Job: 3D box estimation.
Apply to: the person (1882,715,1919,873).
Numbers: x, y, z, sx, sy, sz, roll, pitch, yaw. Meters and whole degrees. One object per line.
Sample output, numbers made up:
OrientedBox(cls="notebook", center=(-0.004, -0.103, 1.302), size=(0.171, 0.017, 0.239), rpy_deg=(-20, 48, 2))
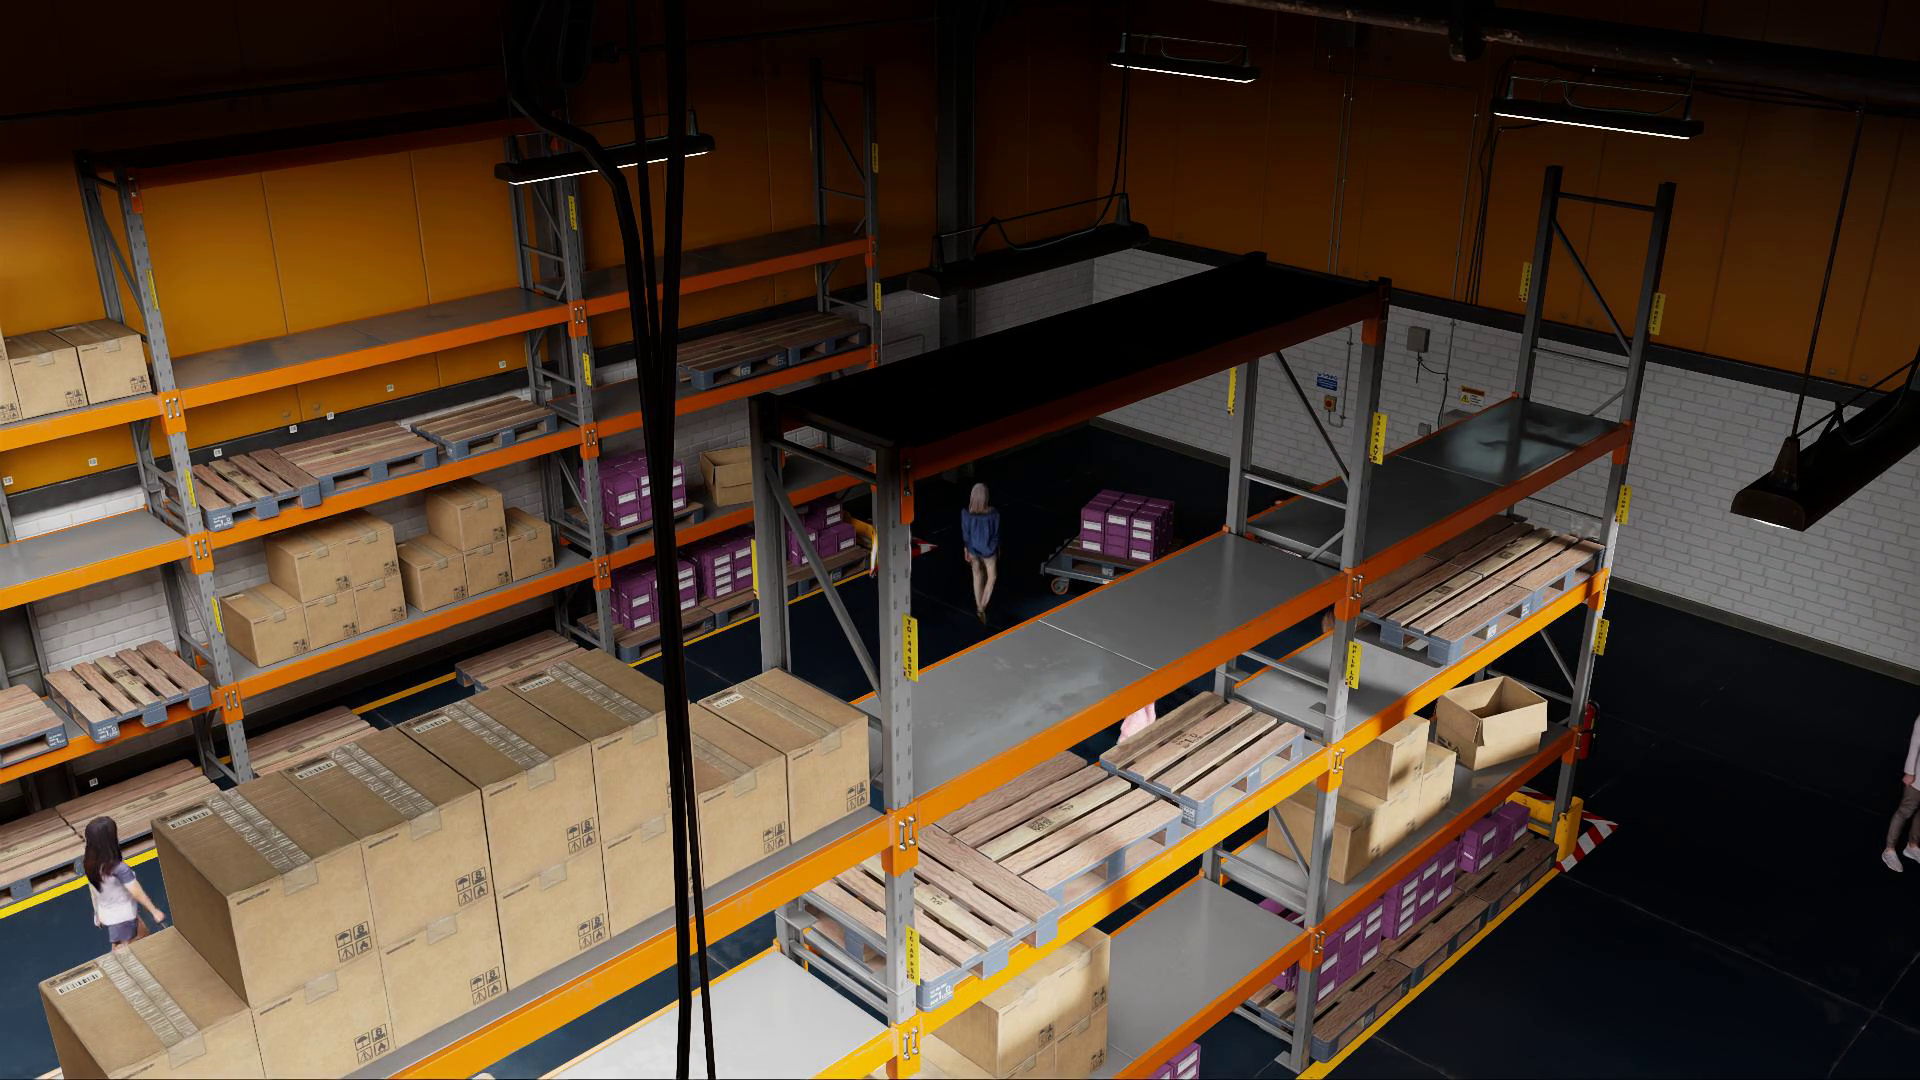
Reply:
OrientedBox(cls="person", center=(8.428, 2.018, 14.460), size=(0.695, 1.839, 0.806), rpy_deg=(-5, 24, -11))

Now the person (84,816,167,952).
OrientedBox(cls="person", center=(-6.441, 2.922, 12.622), size=(0.813, 1.655, 1.176), rpy_deg=(13, 27, 28))

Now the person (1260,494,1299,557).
OrientedBox(cls="person", center=(3.567, 0.275, 18.616), size=(0.901, 1.704, 1.149), rpy_deg=(9, 25, 20))

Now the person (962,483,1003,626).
OrientedBox(cls="person", center=(0.250, 0.182, 18.860), size=(0.906, 1.679, 1.048), rpy_deg=(5, 24, 11))
